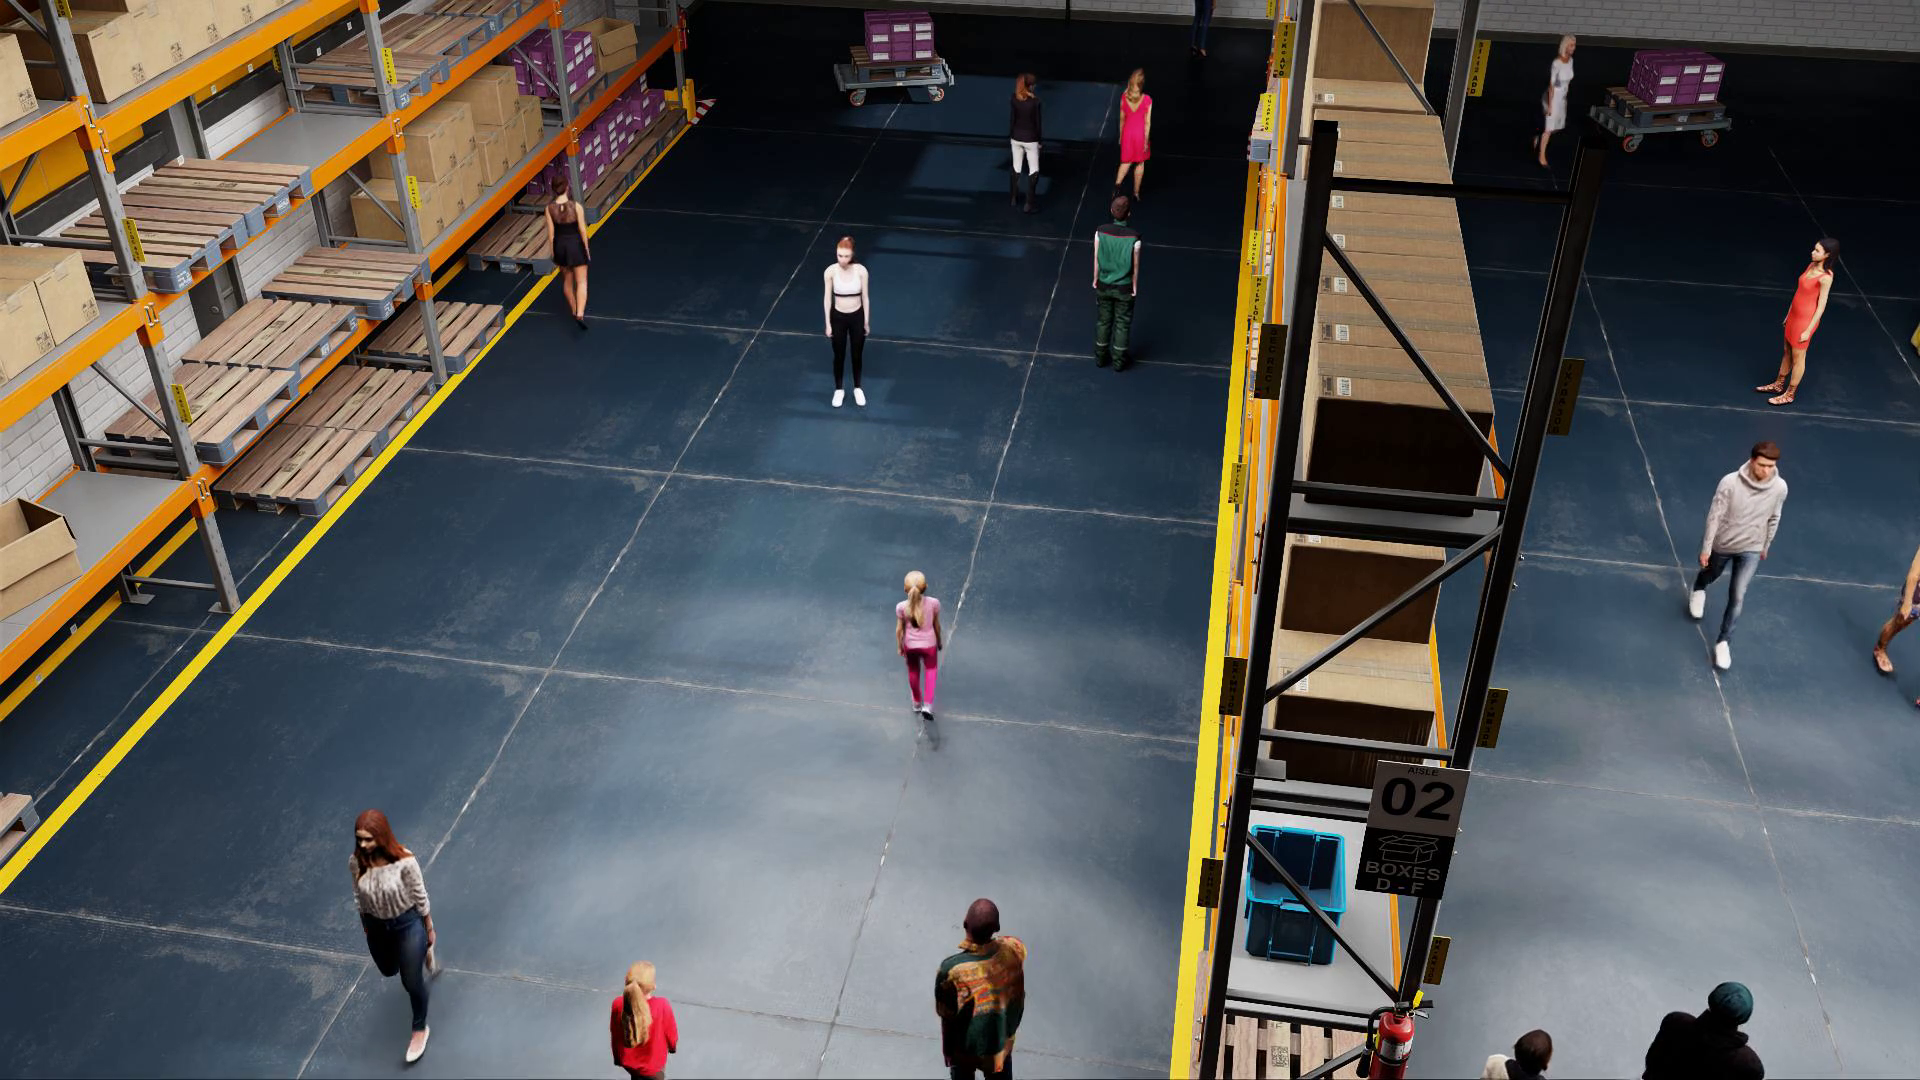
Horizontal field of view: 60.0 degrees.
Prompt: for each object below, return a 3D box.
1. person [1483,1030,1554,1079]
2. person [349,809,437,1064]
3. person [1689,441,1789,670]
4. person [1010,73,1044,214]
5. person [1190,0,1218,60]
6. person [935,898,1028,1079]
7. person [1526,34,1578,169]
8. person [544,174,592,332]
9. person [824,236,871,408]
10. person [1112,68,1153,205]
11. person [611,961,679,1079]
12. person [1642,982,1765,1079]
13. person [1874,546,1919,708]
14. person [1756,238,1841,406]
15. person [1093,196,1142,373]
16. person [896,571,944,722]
[{"bbox_3d":[2.819,3.064,8.585,0.655,1.453,0.679,28,43,35],"label":"person"},{"bbox_3d":[-3.249,2.185,9.674,0.642,1.711,0.988,2,34,3],"label":"person"},{"bbox_3d":[5.985,-0.010,12.885,0.725,1.812,1.243,8,34,11],"label":"person"},{"bbox_3d":[0.811,-4.819,20.206,0.772,1.717,0.864,11,35,17],"label":"person"},{"bbox_3d":[3.724,-8.243,25.290,0.705,1.792,0.642,-21,39,-28],"label":"person"},{"bbox_3d":[0.155,2.684,8.862,1.015,1.780,1.206,-12,36,-18],"label":"person"},{"bbox_3d":[7.619,-5.690,21.500,0.776,1.736,0.832,-28,43,-35],"label":"person"},{"bbox_3d":[-4.136,-3.029,17.563,0.703,1.662,1.002,-1,34,-1],"label":"person"},{"bbox_3d":[-1.084,-2.115,16.114,0.639,1.743,0.594,-4,34,-5],"label":"person"},{"bbox_3d":[2.090,-4.868,20.288,0.747,1.708,0.952,18,37,24],"label":"person"},{"bbox_3d":[-1.735,2.856,9.072,0.508,1.260,0.614,1,34,2],"label":"person"},{"bbox_3d":[3.644,2.952,8.459,1.053,1.779,1.307,23,40,31],"label":"person"},{"bbox_3d":[7.184,0.377,12.420,0.773,1.684,1.165,0,34,-1],"label":"person"},{"bbox_3d":[8.200,-2.136,16.167,0.689,1.719,0.536,-2,34,-2],"label":"person"},{"bbox_3d":[1.564,-2.587,16.736,0.669,1.842,0.639,11,35,17],"label":"person"},{"bbox_3d":[-0.285,0.791,12.177,0.579,1.262,0.755,-1,34,-2],"label":"person"}]
